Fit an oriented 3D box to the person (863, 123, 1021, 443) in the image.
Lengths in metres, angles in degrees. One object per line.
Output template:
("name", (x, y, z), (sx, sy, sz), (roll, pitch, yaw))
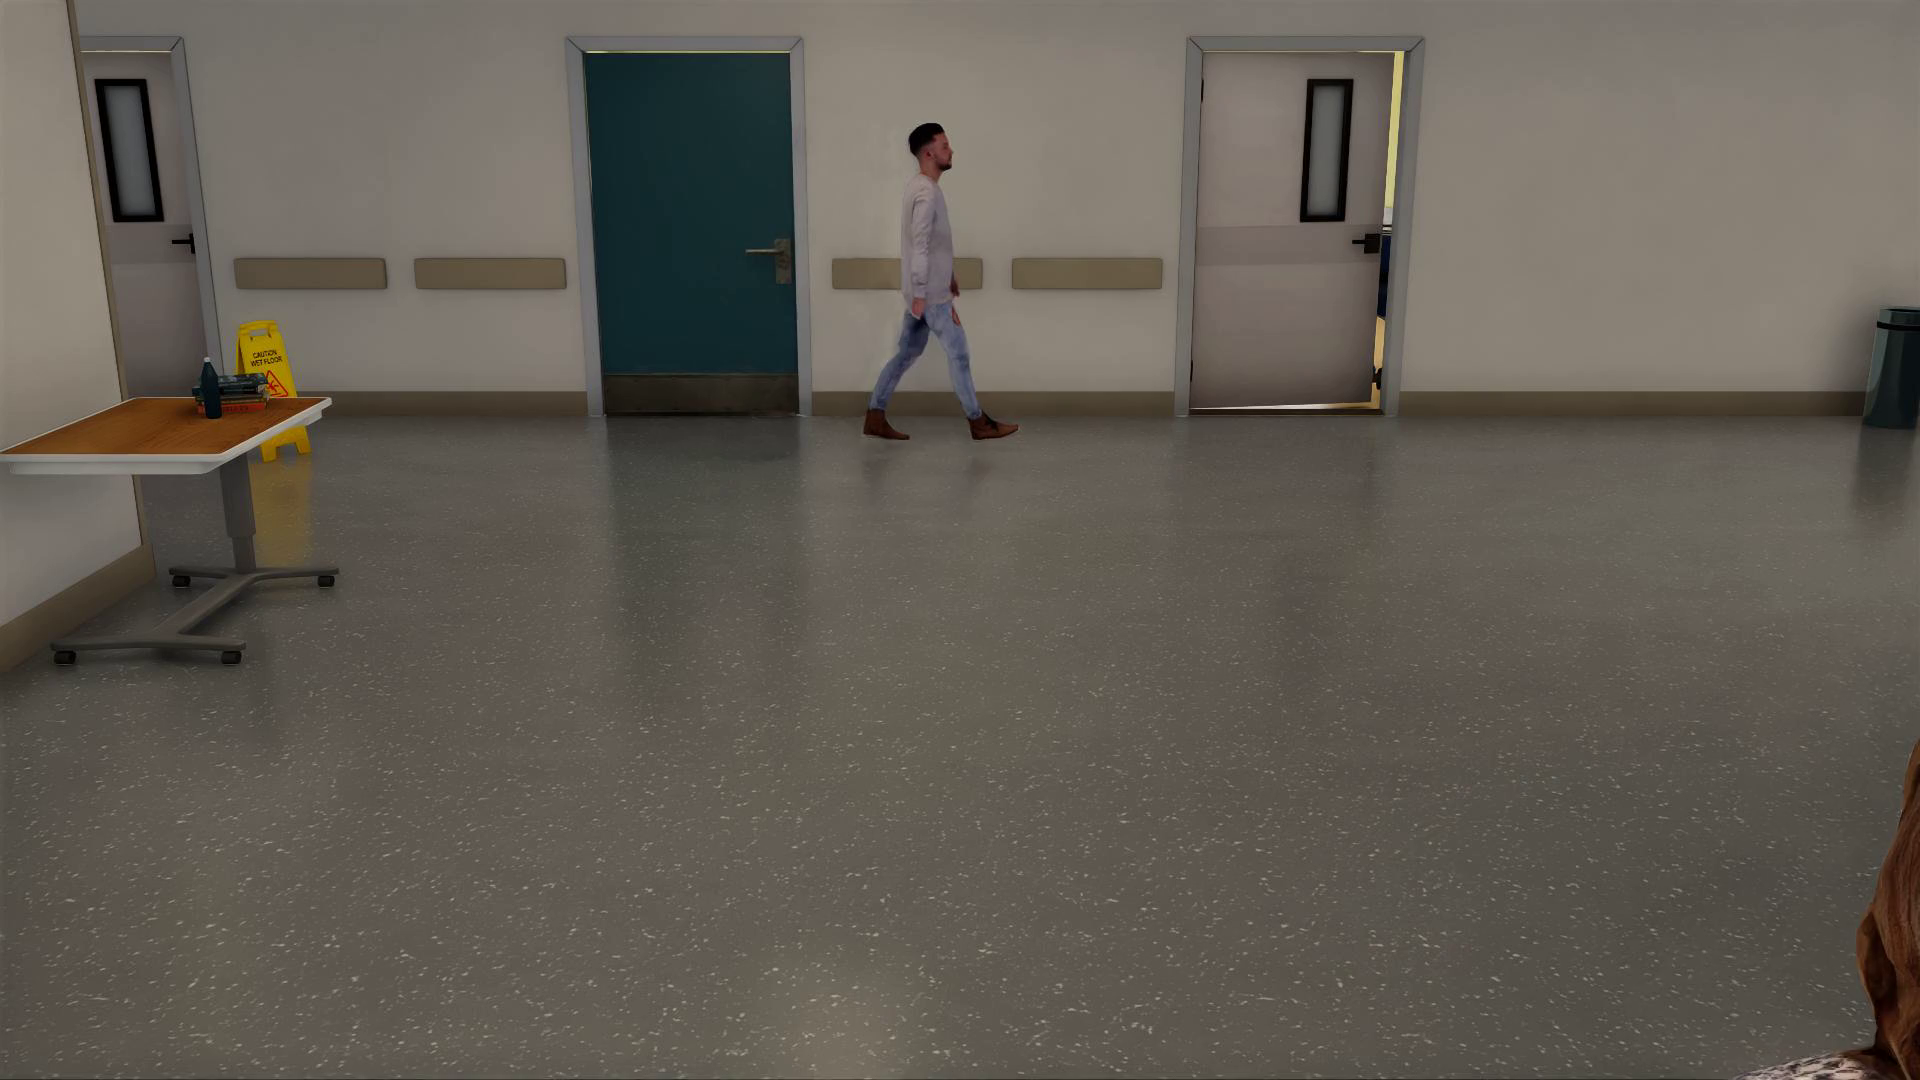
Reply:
("person", (-0.266, -1.398, 9.402), (1.159, 1.795, 0.777), (-2, 16, -5))
